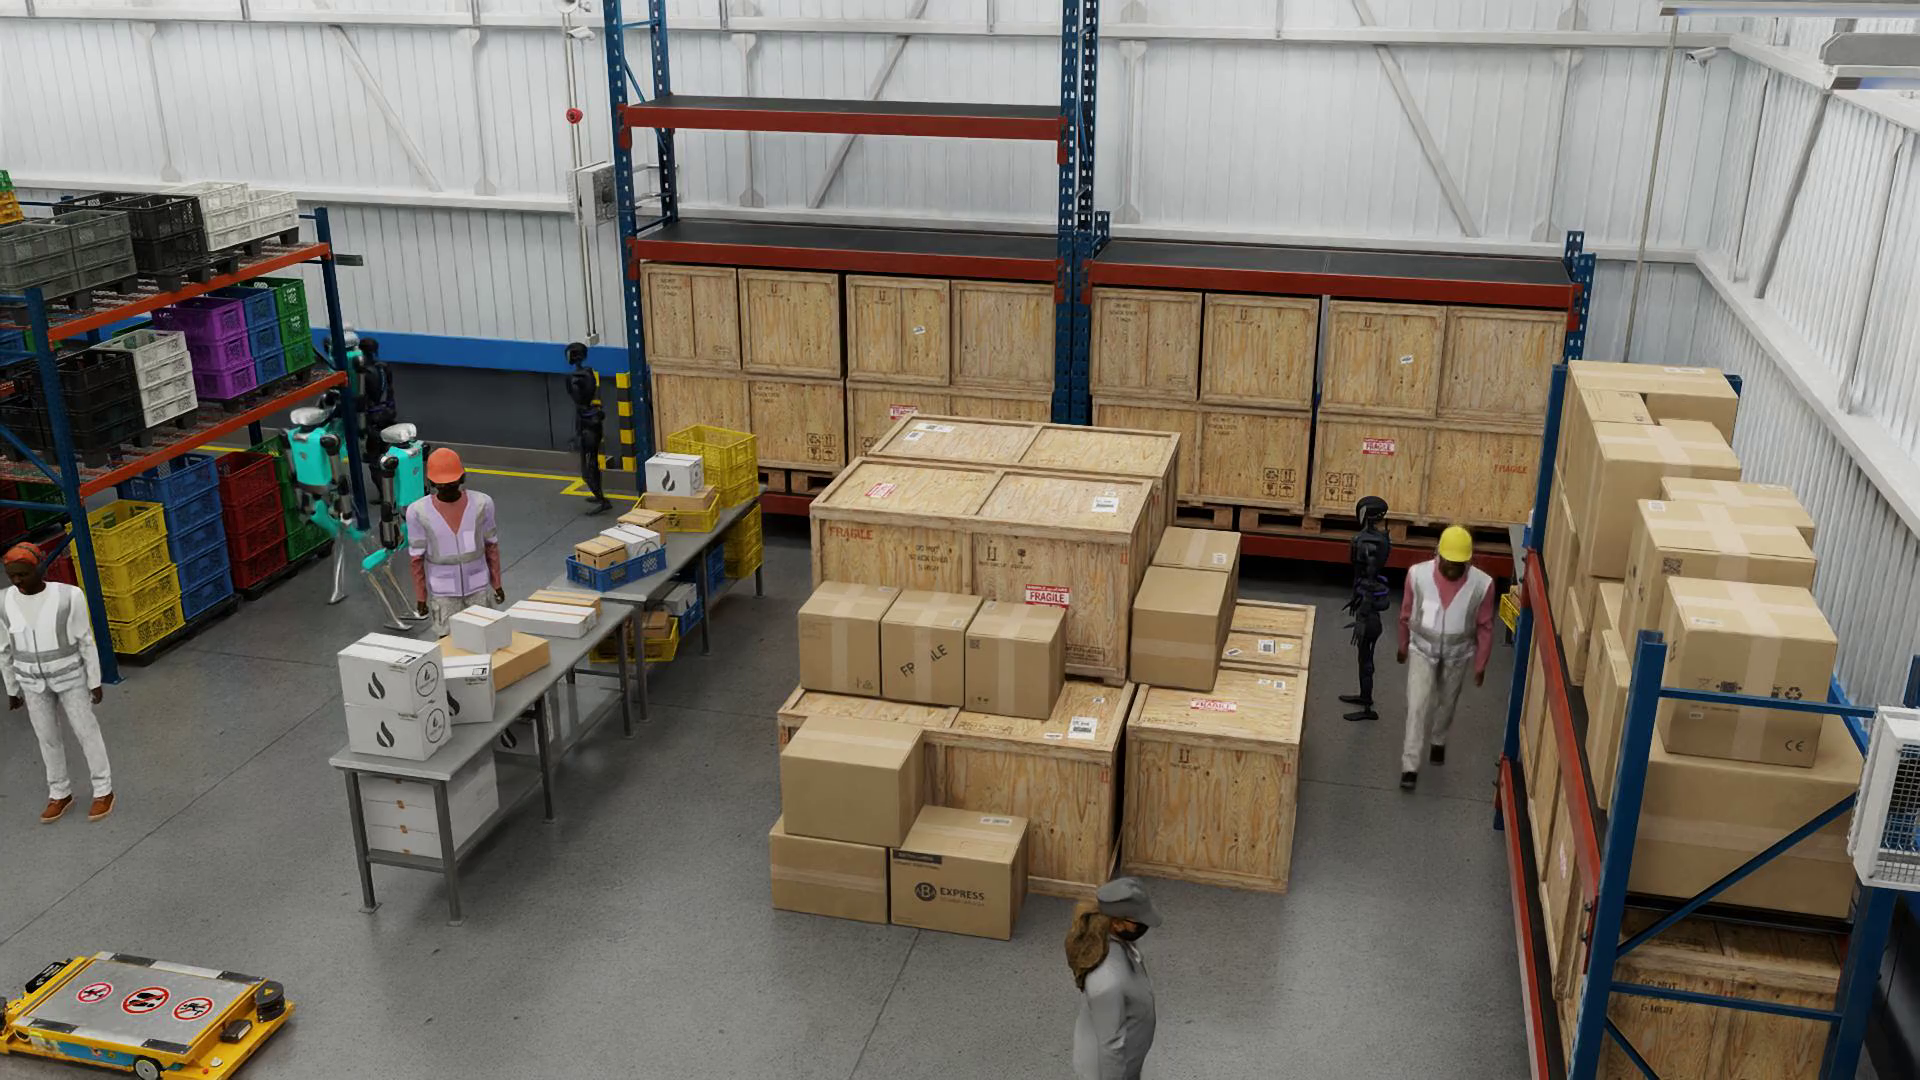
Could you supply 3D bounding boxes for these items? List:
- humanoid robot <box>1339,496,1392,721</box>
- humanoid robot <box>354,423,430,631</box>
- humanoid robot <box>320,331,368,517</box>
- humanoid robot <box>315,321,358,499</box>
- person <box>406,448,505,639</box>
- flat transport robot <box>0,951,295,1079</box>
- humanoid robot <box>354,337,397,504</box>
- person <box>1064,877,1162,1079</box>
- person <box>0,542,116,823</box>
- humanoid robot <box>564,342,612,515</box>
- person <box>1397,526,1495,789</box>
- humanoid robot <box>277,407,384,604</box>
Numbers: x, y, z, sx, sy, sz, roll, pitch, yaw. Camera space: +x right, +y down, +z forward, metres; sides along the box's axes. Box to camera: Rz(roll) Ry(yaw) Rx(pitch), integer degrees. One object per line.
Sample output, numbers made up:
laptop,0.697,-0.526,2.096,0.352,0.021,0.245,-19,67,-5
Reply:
humanoid robot,2.877,0.476,11.807,0.315,1.657,0.599,3,21,9
humanoid robot,-4.537,-0.123,13.165,0.738,1.695,0.530,7,22,18
humanoid robot,-5.922,-1.042,15.751,0.541,1.808,0.709,19,28,41
humanoid robot,-6.166,-1.176,16.090,0.571,1.788,0.865,15,25,34
person,-3.524,0.325,11.715,0.613,2.041,0.384,-10,23,-25
flat transport robot,-4.270,2.464,8.601,1.431,0.231,0.659,5,22,13
humanoid robot,-5.646,-1.138,16.046,0.319,1.653,0.608,8,22,20
person,0.635,2.223,7.135,0.403,1.763,0.563,2,21,4
person,-5.703,0.892,10.457,0.577,1.882,0.342,-3,21,-9
humanoid robot,-3.542,-1.084,15.898,0.369,1.640,0.603,0,21,-1
person,3.160,0.766,10.906,0.602,1.785,0.909,6,22,15
humanoid robot,-5.142,-0.303,13.868,0.553,1.835,0.905,6,22,15
